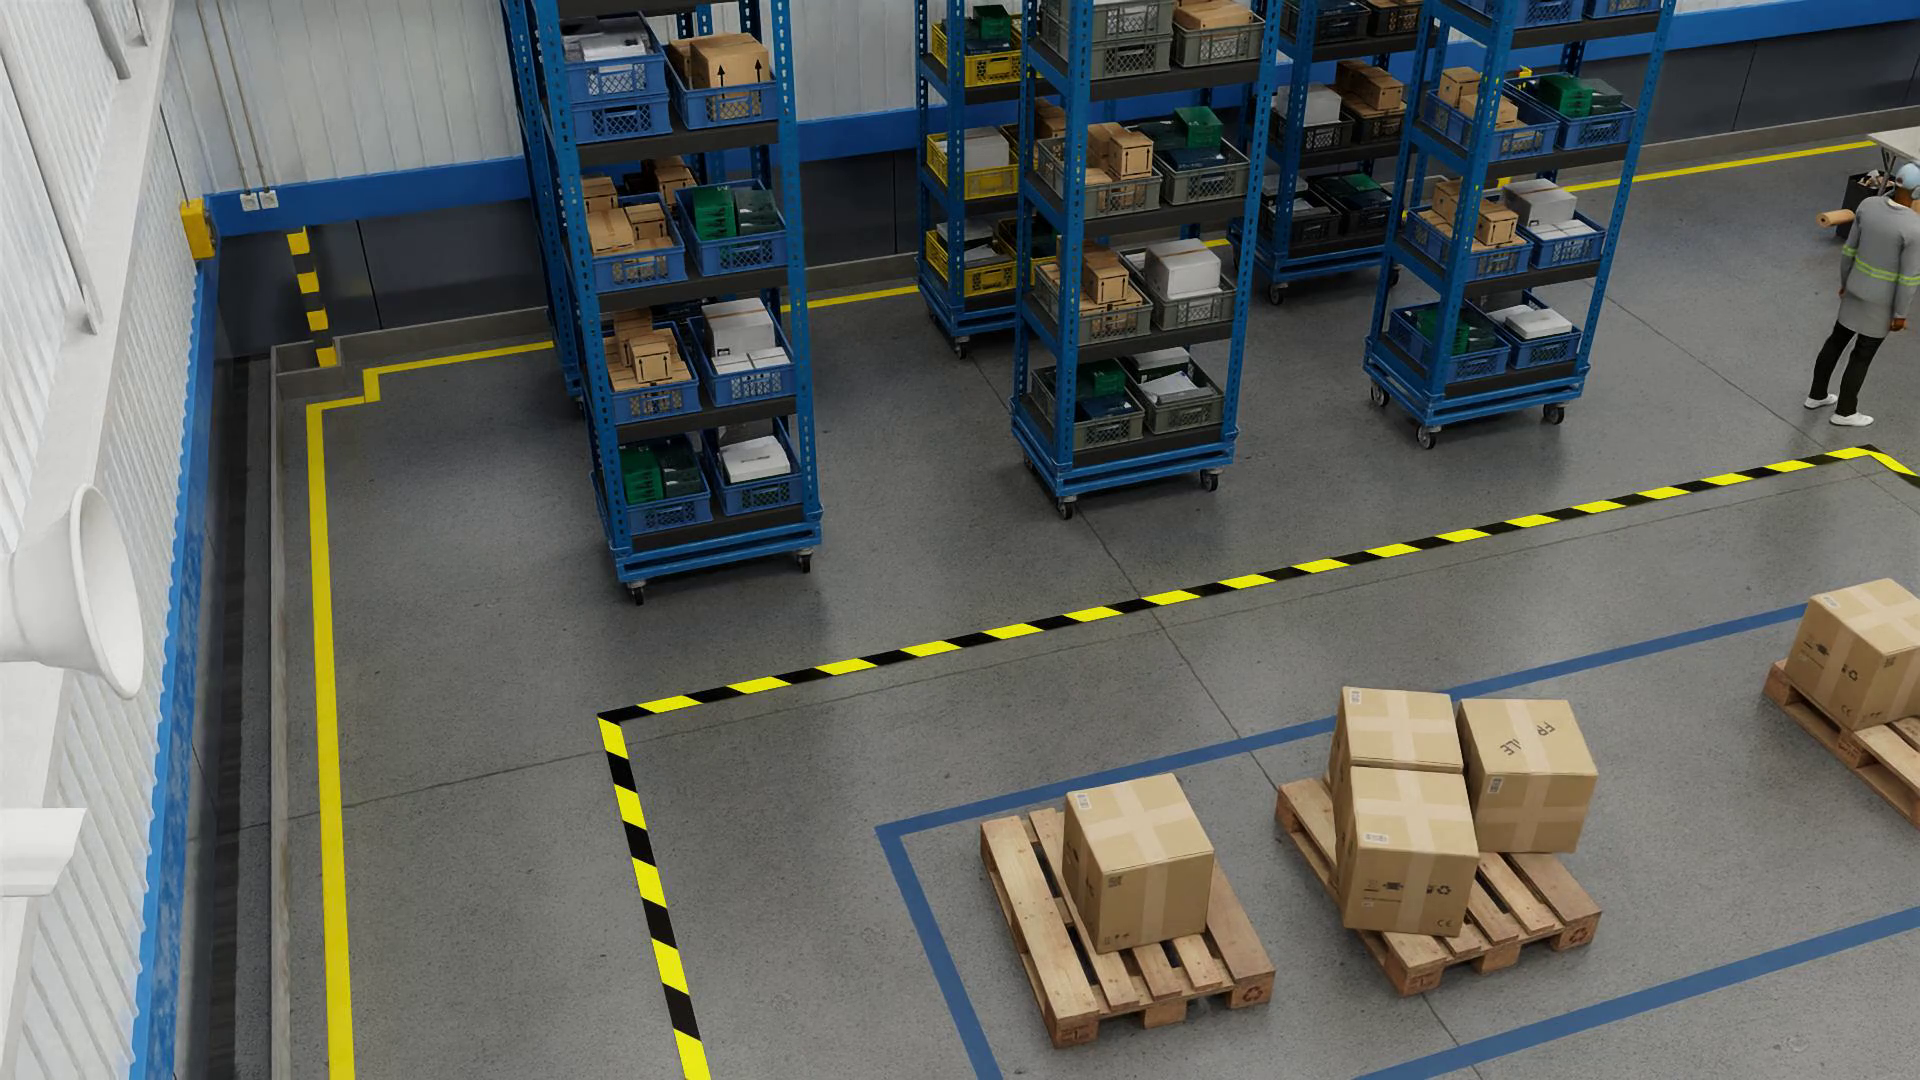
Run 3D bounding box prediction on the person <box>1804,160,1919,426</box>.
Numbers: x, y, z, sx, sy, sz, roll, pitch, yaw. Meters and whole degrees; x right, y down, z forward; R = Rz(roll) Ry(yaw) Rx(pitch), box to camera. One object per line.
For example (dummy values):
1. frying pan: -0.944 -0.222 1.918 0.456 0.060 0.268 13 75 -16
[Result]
1. person: 6.042 -1.624 10.984 0.370 1.852 0.588 -11 37 -15
